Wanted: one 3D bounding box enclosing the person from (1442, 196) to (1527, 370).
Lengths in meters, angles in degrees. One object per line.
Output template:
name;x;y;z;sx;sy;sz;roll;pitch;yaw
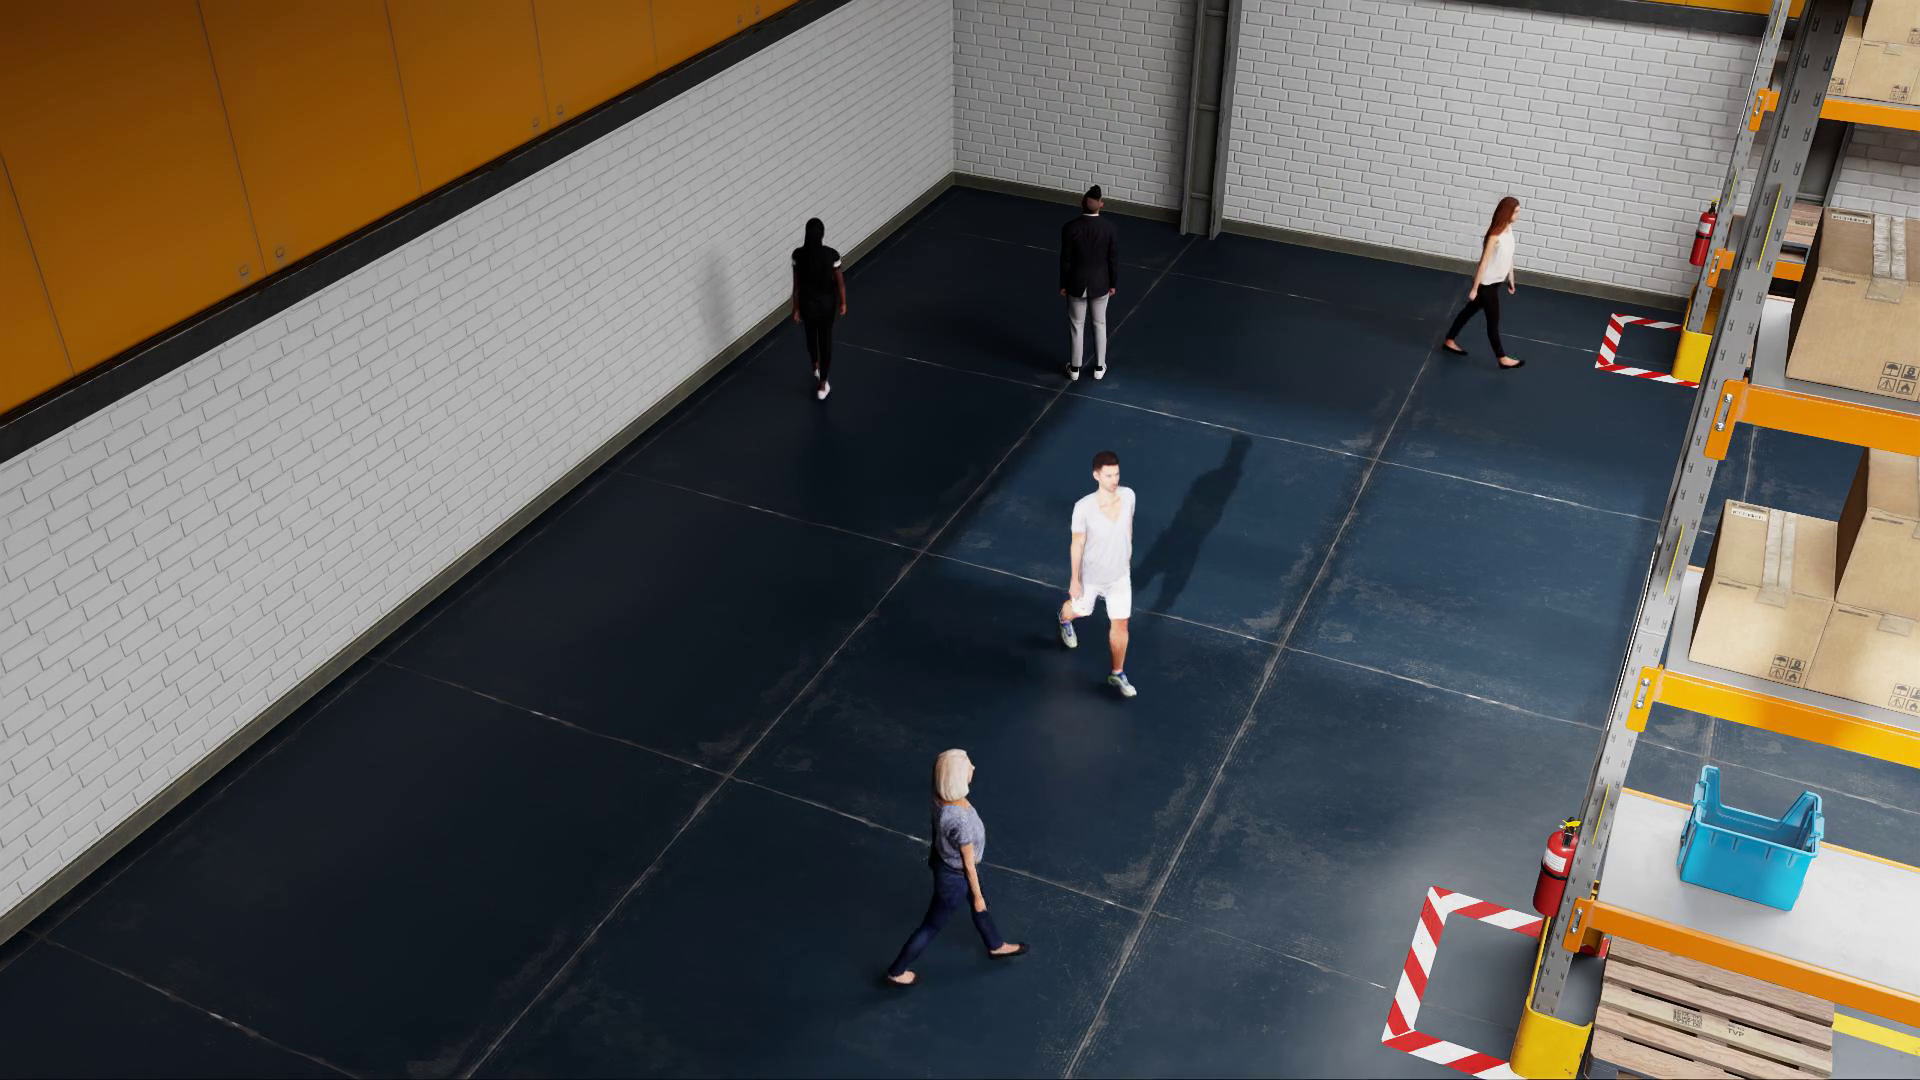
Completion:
person;4.954;-2.463;15.858;1.120;1.670;0.727;22;40;30

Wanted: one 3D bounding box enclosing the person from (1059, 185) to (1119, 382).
person;1.202;-2.413;15.532;0.705;1.949;0.850;0;34;0

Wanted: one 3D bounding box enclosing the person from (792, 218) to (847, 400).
person;-1.313;-2.098;15.274;0.947;1.708;0.880;2;34;3

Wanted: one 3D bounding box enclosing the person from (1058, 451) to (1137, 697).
person;0.954;0.162;11.772;1.174;1.821;1.301;-15;36;-21

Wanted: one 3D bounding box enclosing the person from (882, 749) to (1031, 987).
person;-0.117;1.889;9.303;1.177;1.679;1.061;-9;35;-14
